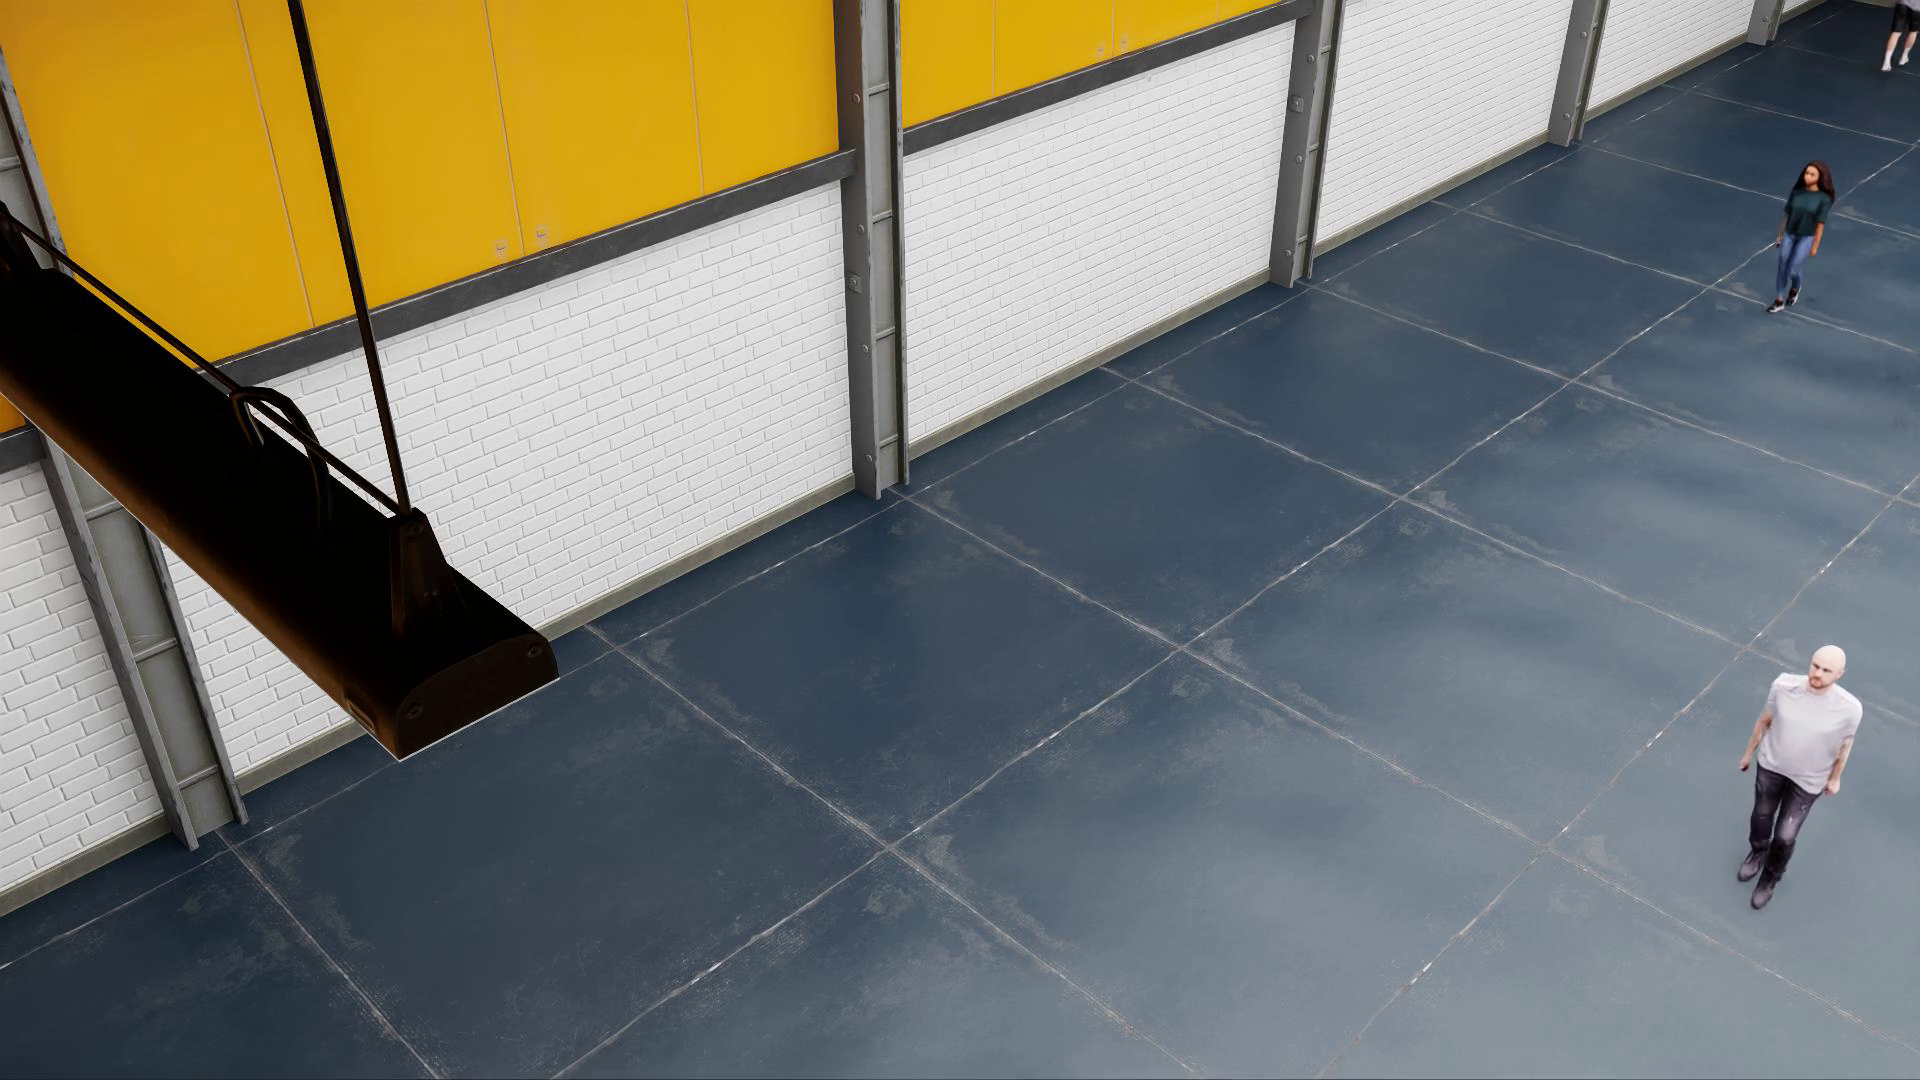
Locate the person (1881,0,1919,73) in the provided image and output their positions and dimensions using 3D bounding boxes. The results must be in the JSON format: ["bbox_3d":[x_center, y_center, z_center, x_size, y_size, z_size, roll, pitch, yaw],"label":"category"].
[{"bbox_3d":[13.281,-7.452,23.272,0.722,1.836,1.174,26,42,34],"label":"person"}]

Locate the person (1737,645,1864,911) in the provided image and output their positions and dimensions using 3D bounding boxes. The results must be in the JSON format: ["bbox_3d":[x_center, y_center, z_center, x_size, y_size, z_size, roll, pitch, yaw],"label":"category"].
[{"bbox_3d":[5.069,1.350,10.049,0.674,1.815,0.708,29,43,36],"label":"person"}]

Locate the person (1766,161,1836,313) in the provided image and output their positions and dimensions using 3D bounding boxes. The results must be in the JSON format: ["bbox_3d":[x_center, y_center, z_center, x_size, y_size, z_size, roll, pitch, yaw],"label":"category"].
[{"bbox_3d":[8.575,-3.088,16.913,0.679,1.608,0.628,-24,40,-31],"label":"person"}]
